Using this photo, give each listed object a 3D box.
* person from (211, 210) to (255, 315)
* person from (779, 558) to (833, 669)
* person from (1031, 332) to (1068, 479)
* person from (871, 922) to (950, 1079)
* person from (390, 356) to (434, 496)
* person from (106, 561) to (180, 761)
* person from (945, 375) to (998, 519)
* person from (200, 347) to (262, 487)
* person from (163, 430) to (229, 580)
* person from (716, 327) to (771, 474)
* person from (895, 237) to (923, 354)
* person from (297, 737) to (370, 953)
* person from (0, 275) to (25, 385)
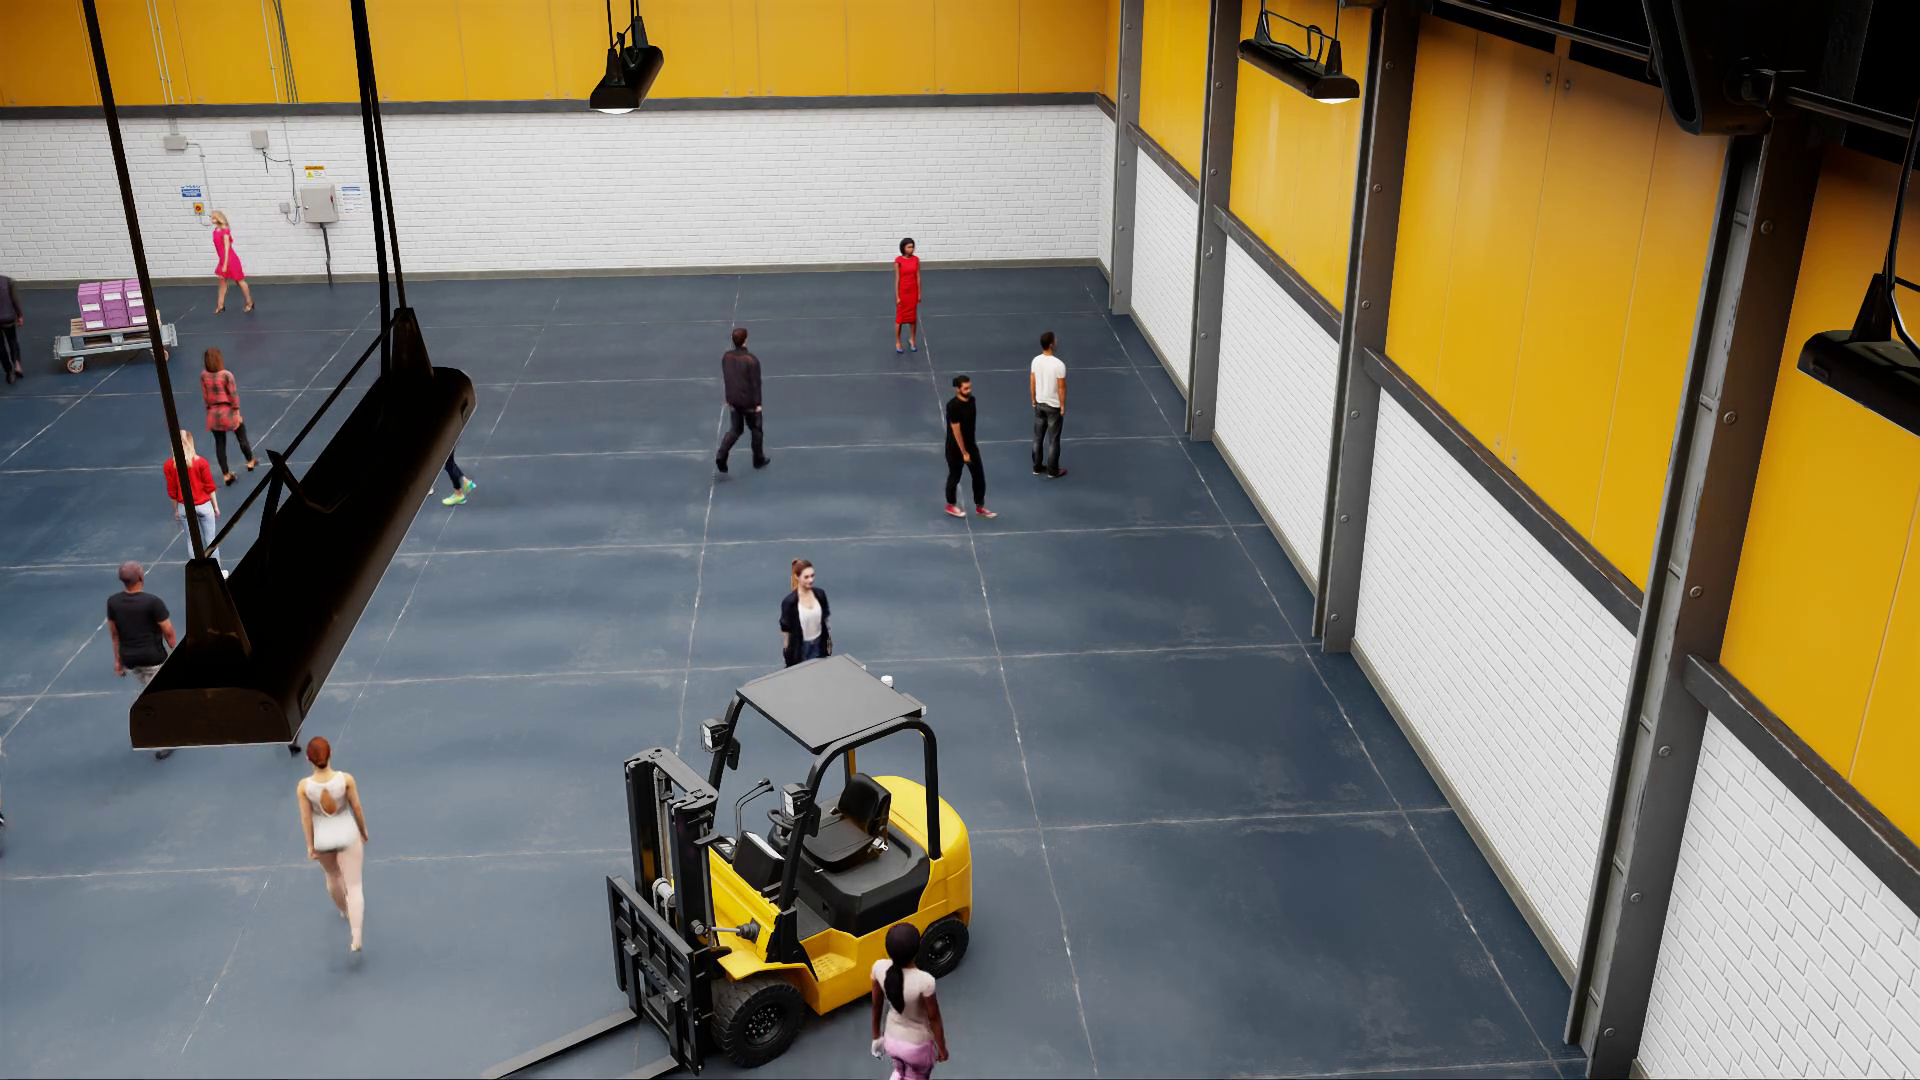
[{"bbox_3d":[-11.746,-4.505,26.930,0.935,1.700,0.983,19,30,37],"label":"person"},{"bbox_3d":[-1.397,0.917,14.559,0.774,1.675,0.834,-16,28,-32],"label":"person"},{"bbox_3d":[1.069,-1.652,20.277,0.710,1.802,0.756,17,29,33],"label":"person"},{"bbox_3d":[-0.348,3.002,9.722,0.750,1.728,0.812,15,28,31],"label":"person"},{"bbox_3d":[-6.570,-1.360,19.691,0.656,1.736,0.706,17,29,34],"label":"person"},{"bbox_3d":[-6.931,1.062,14.080,0.742,1.792,0.753,2,24,4],"label":"person"},{"bbox_3d":[-0.048,-1.071,19.035,0.996,1.733,0.931,18,29,35],"label":"person"},{"bbox_3d":[-8.890,-1.462,19.993,0.726,1.681,0.945,2,24,5],"label":"person"},{"bbox_3d":[-8.000,-0.336,17.389,0.653,1.704,0.552,-6,24,-13],"label":"person"},{"bbox_3d":[-2.700,-1.664,20.288,1.066,1.815,1.191,13,27,27],"label":"person"},{"bbox_3d":[-0.794,-3.687,25.010,0.623,1.741,0.594,-9,25,-20],"label":"person"},{"bbox_3d":[-4.405,2.174,11.759,0.729,1.614,1.090,-7,25,-16],"label":"person"},{"bbox_3d":[-13.581,-3.093,23.546,0.877,1.823,0.910,-15,28,-30],"label":"person"}]
